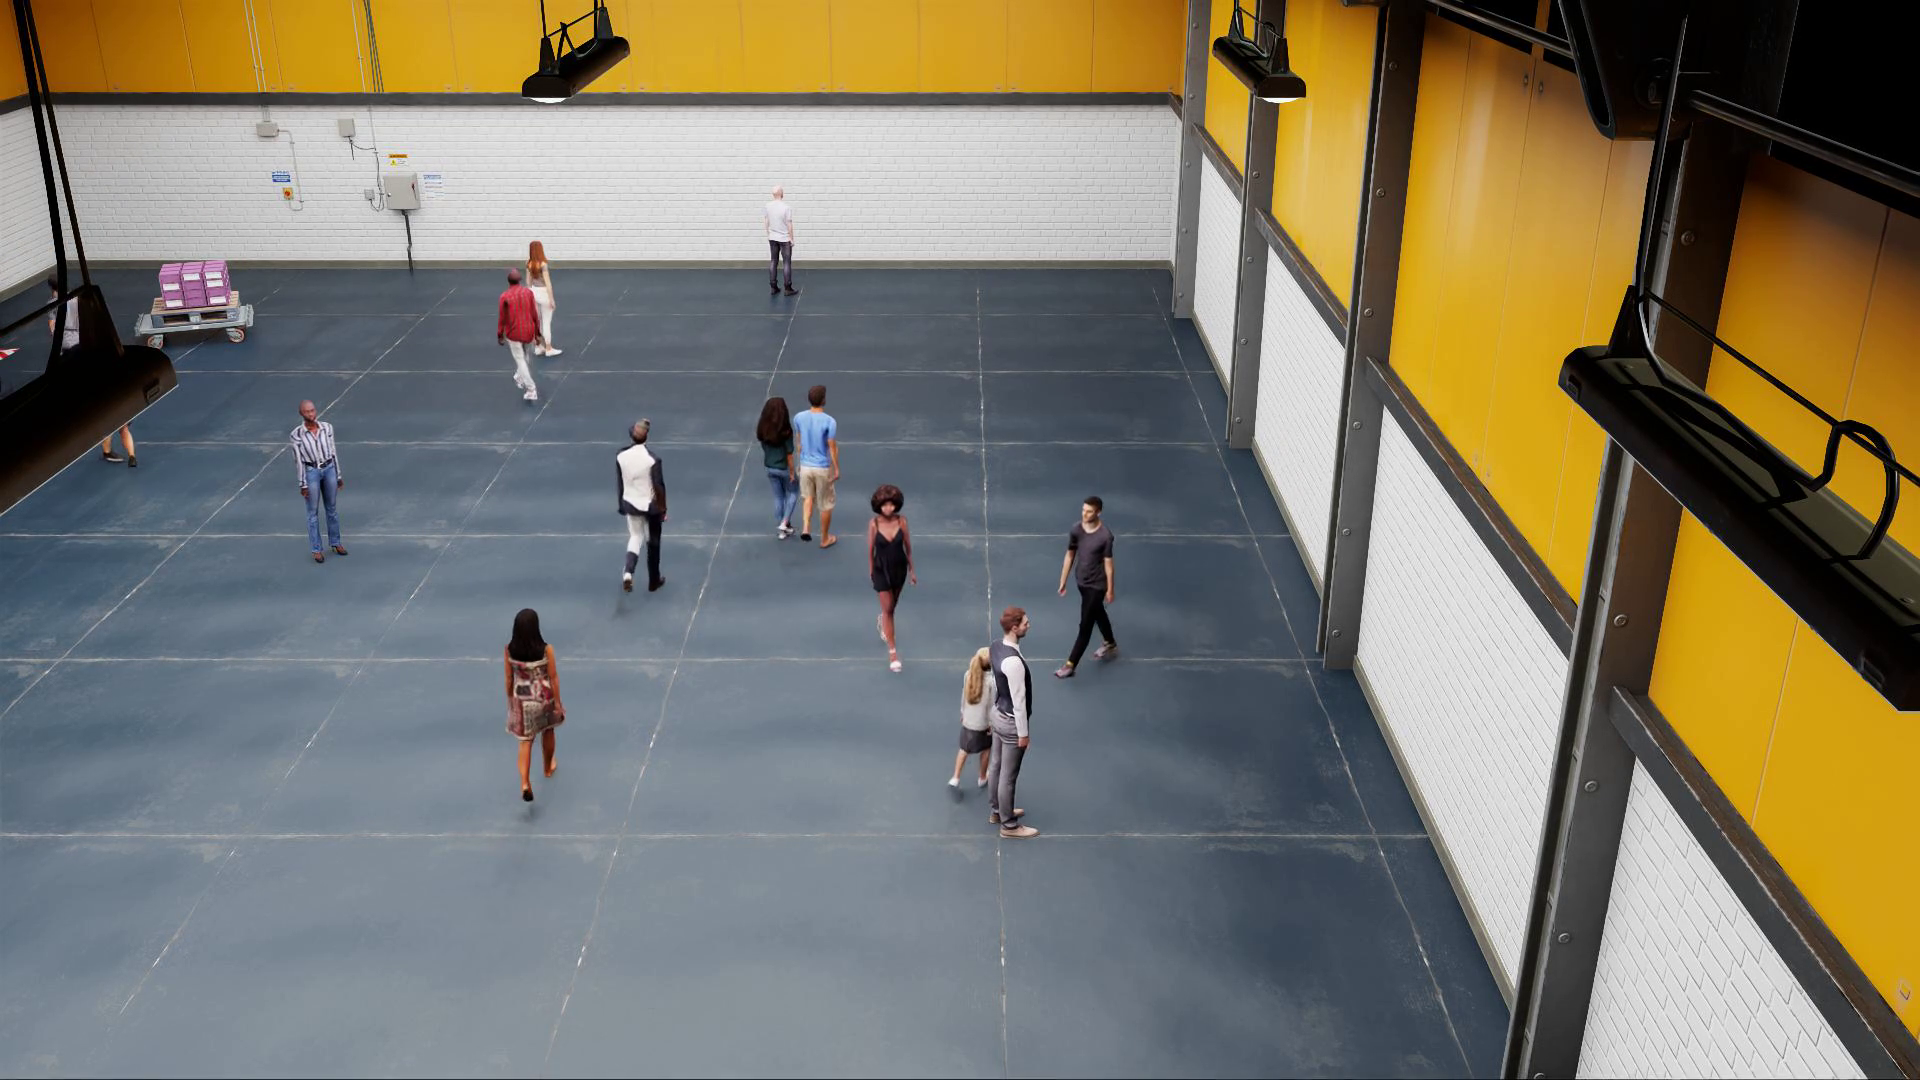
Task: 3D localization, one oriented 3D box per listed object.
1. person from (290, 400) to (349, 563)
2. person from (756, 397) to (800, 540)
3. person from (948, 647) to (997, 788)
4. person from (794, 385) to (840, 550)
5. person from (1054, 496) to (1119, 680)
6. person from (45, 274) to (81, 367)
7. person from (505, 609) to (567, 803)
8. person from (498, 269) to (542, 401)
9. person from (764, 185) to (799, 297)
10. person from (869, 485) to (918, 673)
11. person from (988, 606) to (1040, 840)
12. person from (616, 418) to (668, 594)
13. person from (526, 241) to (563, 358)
[{"bbox_3d":[-6.889,-0.655,17.865,0.767,1.794,0.705,21,31,40],"label":"person"},{"bbox_3d":[-2.039,-0.758,18.343,0.688,1.599,0.704,11,26,23],"label":"person"},{"bbox_3d":[0.119,1.490,13.631,0.700,1.255,0.793,12,26,26],"label":"person"},{"bbox_3d":[-1.587,-0.760,18.030,0.779,1.853,0.827,8,25,17],"label":"person"},{"bbox_3d":[1.284,0.407,15.538,1.155,1.711,1.220,22,32,40],"label":"person"},{"bbox_3d":[-11.893,-2.637,22.335,1.118,1.844,1.195,14,27,29],"label":"person"},{"bbox_3d":[-3.485,1.348,13.498,0.649,1.622,1.022,-1,24,-2],"label":"person"},{"bbox_3d":[-5.988,-2.777,22.744,1.149,1.774,1.321,-16,28,-32],"label":"person"},{"bbox_3d":[-3.014,-5.017,27.797,0.751,1.832,0.737,11,26,24],"label":"person"},{"bbox_3d":[-0.679,0.293,15.760,0.806,1.743,1.139,-8,25,-17],"label":"person"},{"bbox_3d":[0.383,1.399,12.978,0.778,1.944,0.607,-7,24,-15],"label":"person"},{"bbox_3d":[-3.275,-0.301,16.945,0.845,1.883,1.004,7,24,15],"label":"person"},{"bbox_3d":[-6.222,-3.585,24.655,0.672,1.724,0.674,13,27,27],"label":"person"}]
